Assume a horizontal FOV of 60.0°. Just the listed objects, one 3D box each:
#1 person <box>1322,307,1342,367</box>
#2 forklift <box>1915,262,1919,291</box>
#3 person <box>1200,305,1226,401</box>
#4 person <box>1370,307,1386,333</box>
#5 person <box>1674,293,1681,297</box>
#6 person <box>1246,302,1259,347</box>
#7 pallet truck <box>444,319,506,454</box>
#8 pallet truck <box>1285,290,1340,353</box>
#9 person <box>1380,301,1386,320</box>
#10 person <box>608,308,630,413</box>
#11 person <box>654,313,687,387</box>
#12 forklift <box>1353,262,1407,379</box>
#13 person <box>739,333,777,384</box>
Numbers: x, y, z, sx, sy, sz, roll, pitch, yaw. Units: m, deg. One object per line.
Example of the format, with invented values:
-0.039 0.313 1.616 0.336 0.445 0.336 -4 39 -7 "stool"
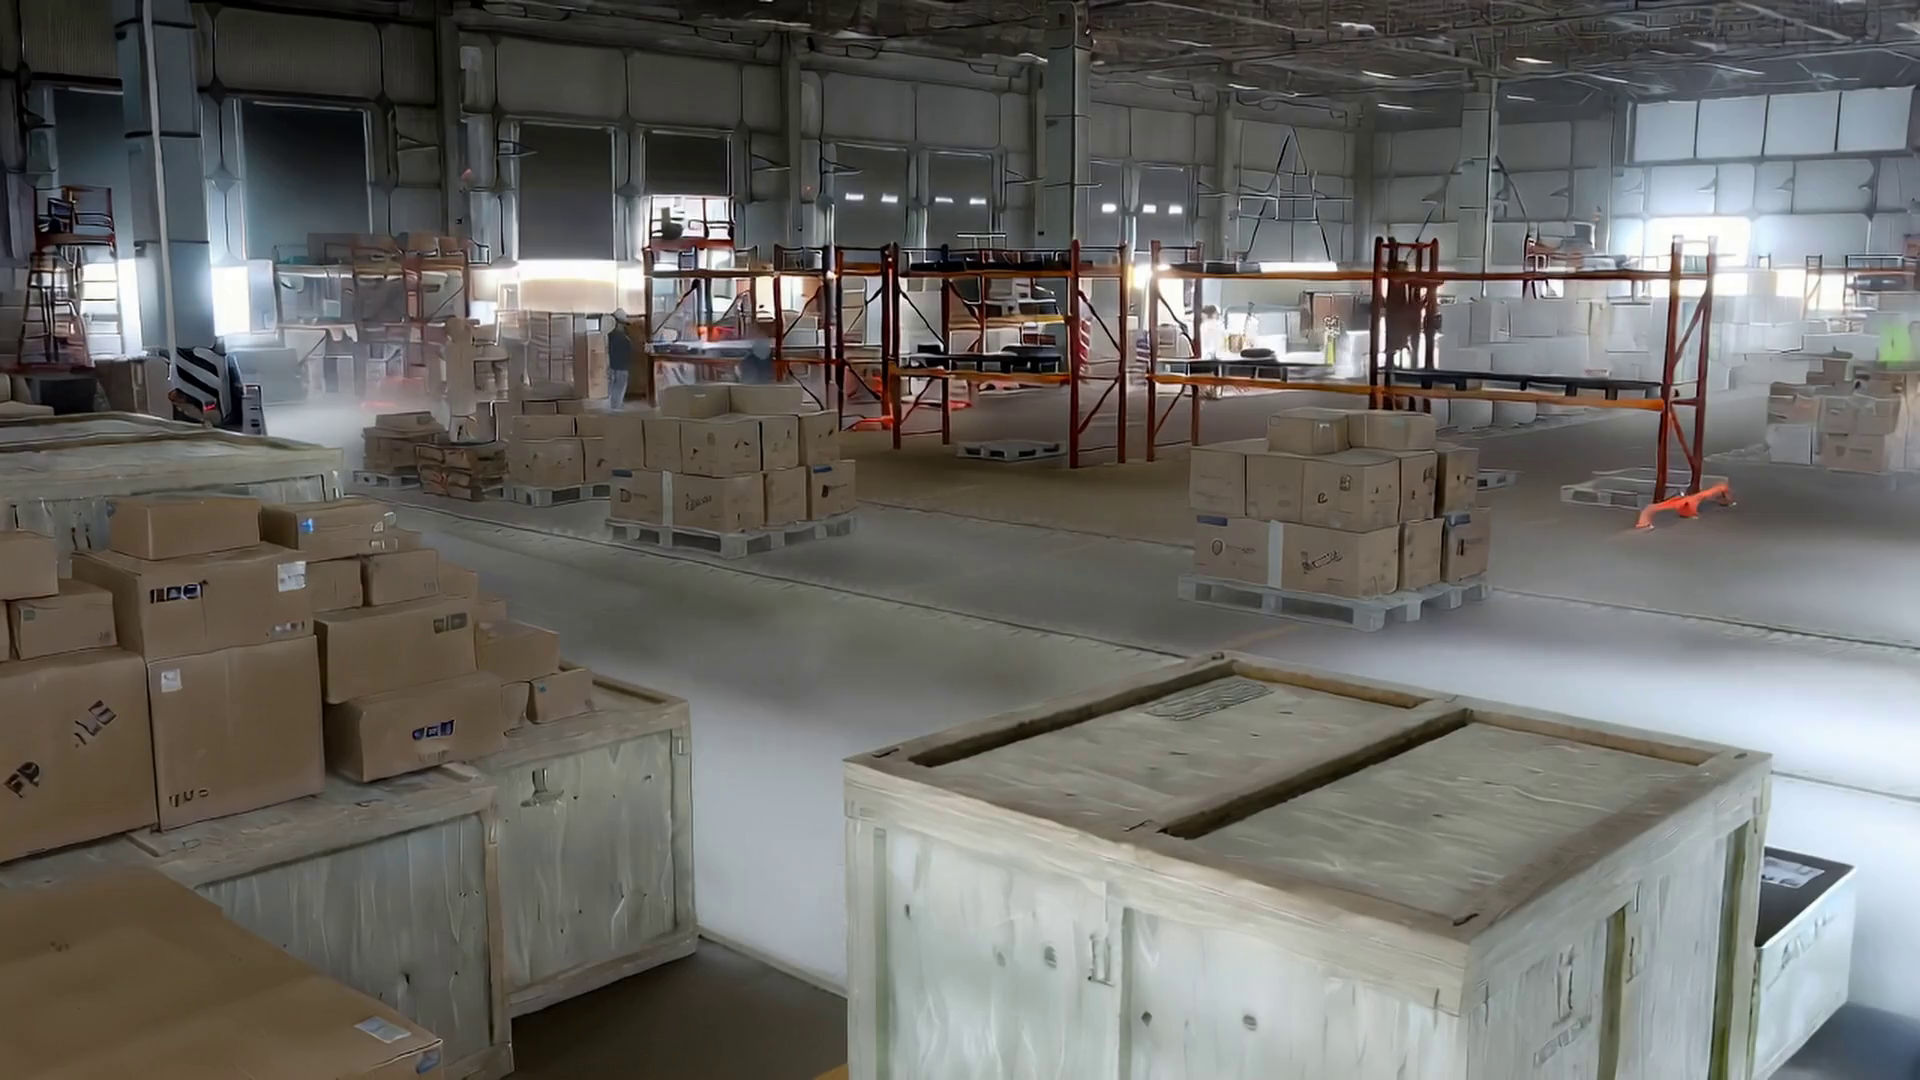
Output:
10.056 -5.478 44.979 0.517 1.615 0.375 1 9 4 "person"
22.912 -5.186 39.344 1.129 2.768 1.873 -5 10 -26 "forklift"
5.102 -3.764 33.514 0.372 1.936 0.629 -5 10 -26 "person"
10.185 -4.804 40.557 0.523 1.738 0.506 -4 10 -23 "person"
21.079 -6.283 48.950 0.545 1.939 0.354 -4 10 -25 "person"
7.542 -5.202 42.761 0.345 1.811 0.687 3 10 19 "person"
-6.981 -1.942 22.150 1.885 1.965 0.823 1 9 9 "pallet truck"
11.297 -6.951 52.861 1.885 1.965 0.823 -5 11 -29 "pallet truck"
10.561 -5.046 41.506 0.953 1.890 0.640 -6 11 -32 "person"
-5.738 -2.918 28.142 0.394 1.992 0.622 1 9 7 "person"
-5.269 -3.179 30.152 0.597 1.866 0.619 7 11 35 "person"
10.471 -5.274 39.878 1.873 2.768 1.129 3 10 17 "forklift"
-2.568 -1.753 21.518 0.447 1.821 0.660 5 11 28 "person"
